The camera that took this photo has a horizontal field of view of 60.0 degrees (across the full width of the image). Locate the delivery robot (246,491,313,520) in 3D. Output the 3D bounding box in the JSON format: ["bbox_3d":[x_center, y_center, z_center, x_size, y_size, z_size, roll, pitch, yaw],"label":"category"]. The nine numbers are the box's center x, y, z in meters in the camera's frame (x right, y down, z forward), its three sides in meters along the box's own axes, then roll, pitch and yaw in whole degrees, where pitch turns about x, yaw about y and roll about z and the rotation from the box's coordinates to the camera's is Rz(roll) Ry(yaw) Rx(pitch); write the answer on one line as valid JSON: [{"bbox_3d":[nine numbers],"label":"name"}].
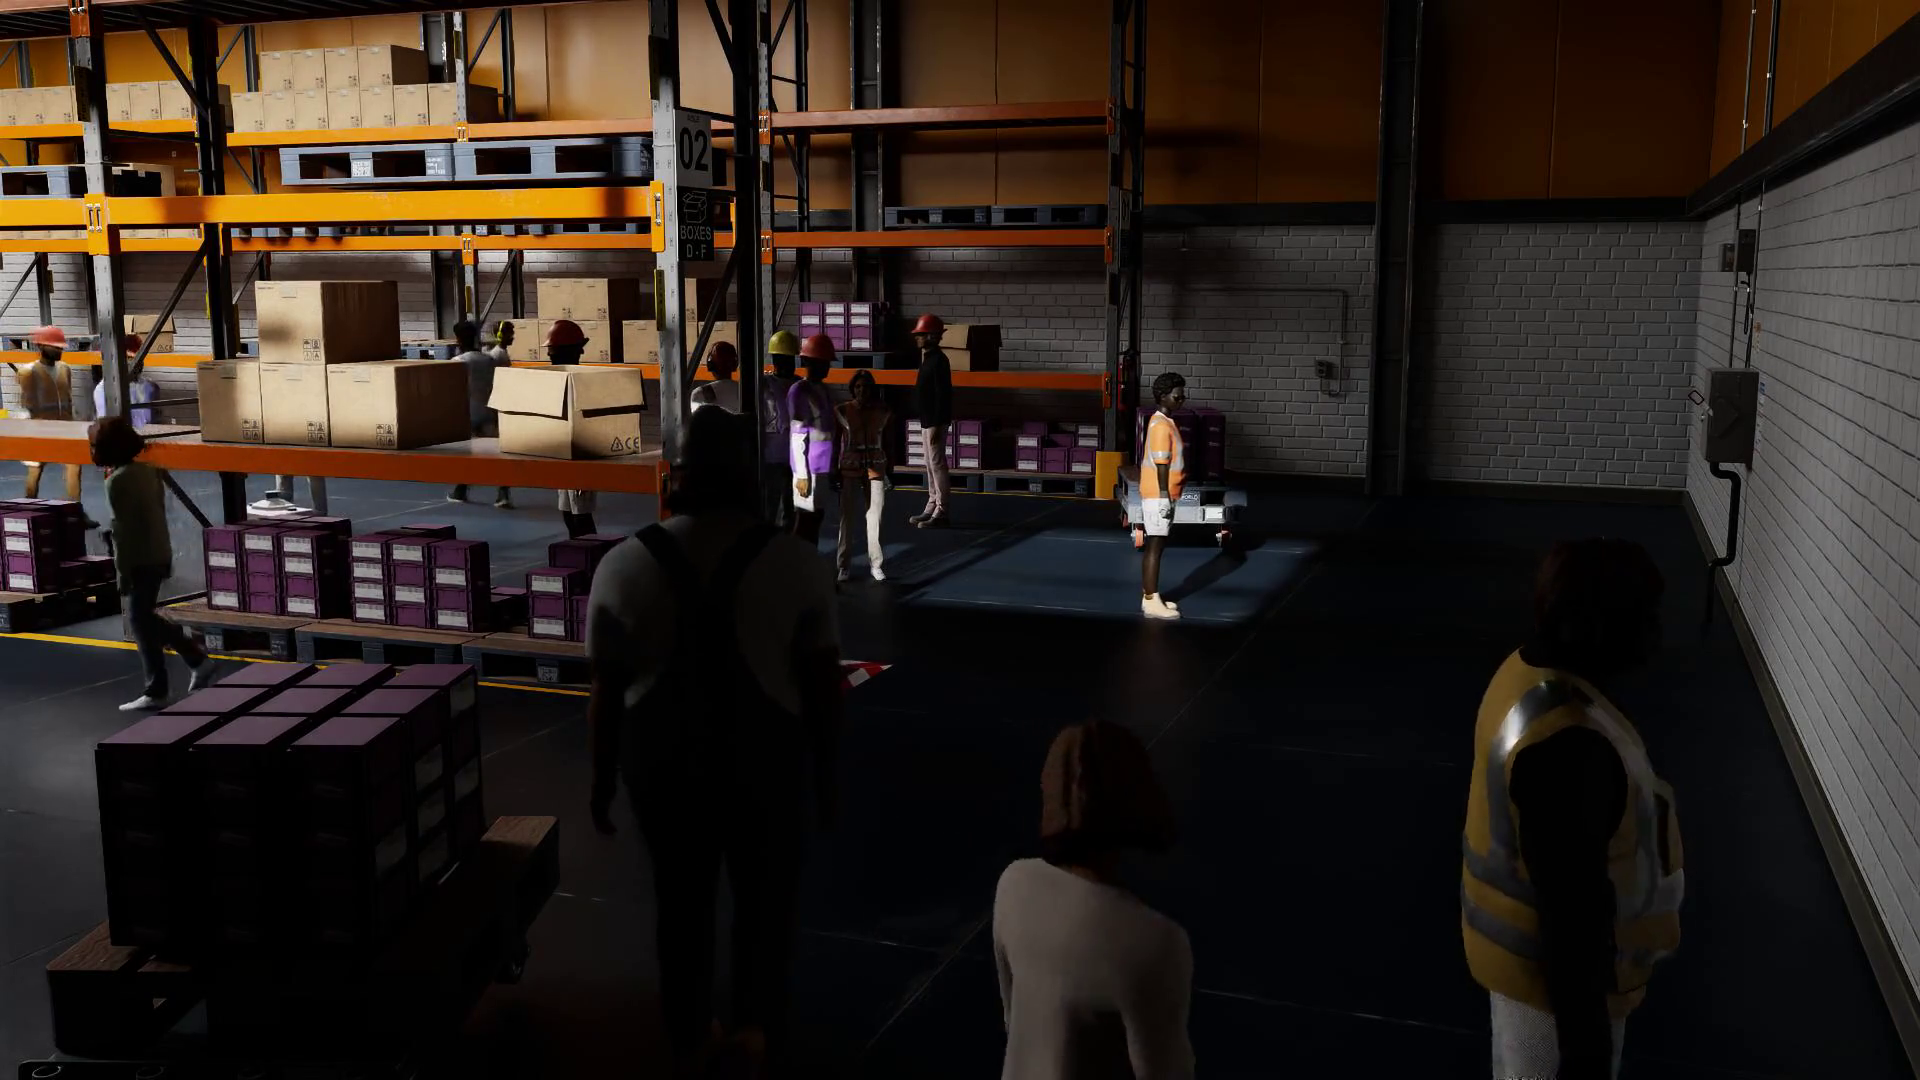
[{"bbox_3d":[-5.725,-0.168,13.872,0.707,0.478,0.477,6,11,33],"label":"delivery robot"}]

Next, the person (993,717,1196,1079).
[{"bbox_3d":[0.230,1.105,2.890,0.335,1.607,0.516,-5,11,-31],"label":"person"}]

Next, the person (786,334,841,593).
[{"bbox_3d":[-1.047,-0.535,12.149,0.374,1.934,0.549,3,10,18],"label":"person"}]

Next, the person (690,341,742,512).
[{"bbox_3d":[-1.695,-0.499,12.081,0.578,1.882,0.346,-7,12,-38],"label":"person"}]

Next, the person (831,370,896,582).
[{"bbox_3d":[-0.749,-0.492,12.806,0.521,1.638,0.311,-2,9,-13],"label":"person"}]

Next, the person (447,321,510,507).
[{"bbox_3d":[-4.919,-1.279,16.950,1.061,1.903,0.636,9,13,44],"label":"person"}]

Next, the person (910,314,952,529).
[{"bbox_3d":[-0.263,-1.100,15.503,0.378,1.996,0.611,-2,9,-12],"label":"person"}]

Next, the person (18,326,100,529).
[{"bbox_3d":[-8.300,-1.003,15.237,0.702,1.899,0.577,3,10,18],"label":"person"}]

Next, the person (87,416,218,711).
[{"bbox_3d":[-4.376,0.136,8.945,0.437,1.614,0.503,-1,9,-8],"label":"person"}]

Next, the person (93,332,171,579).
[{"bbox_3d":[-6.500,-0.661,12.988,0.732,1.922,0.544,5,10,26],"label":"person"}]

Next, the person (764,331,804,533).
[{"bbox_3d":[-1.368,-0.654,12.920,0.364,1.928,0.586,8,12,40],"label":"person"}]

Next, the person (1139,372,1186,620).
[{"bbox_3d":[1.396,-0.310,11.480,0.321,1.696,0.537,1,9,6],"label":"person"}]

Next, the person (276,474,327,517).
[{"bbox_3d":[-6.145,-0.998,15.388,0.629,1.835,0.429,-6,11,-32],"label":"person"}]

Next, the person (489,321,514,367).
[{"bbox_3d":[-5.238,-1.591,19.087,0.787,1.843,0.537,-1,9,-5],"label":"person"}]

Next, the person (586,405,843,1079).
[{"bbox_3d":[-0.689,0.608,4.644,0.721,2.000,0.800,0,9,0],"label":"person"}]

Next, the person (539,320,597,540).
[{"bbox_3d":[-2.759,-0.533,11.799,0.376,2.043,0.609,-6,11,-32],"label":"person"}]

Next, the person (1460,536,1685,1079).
[{"bbox_3d":[1.262,0.902,3.461,0.429,1.837,0.646,2,9,12],"label":"person"}]
